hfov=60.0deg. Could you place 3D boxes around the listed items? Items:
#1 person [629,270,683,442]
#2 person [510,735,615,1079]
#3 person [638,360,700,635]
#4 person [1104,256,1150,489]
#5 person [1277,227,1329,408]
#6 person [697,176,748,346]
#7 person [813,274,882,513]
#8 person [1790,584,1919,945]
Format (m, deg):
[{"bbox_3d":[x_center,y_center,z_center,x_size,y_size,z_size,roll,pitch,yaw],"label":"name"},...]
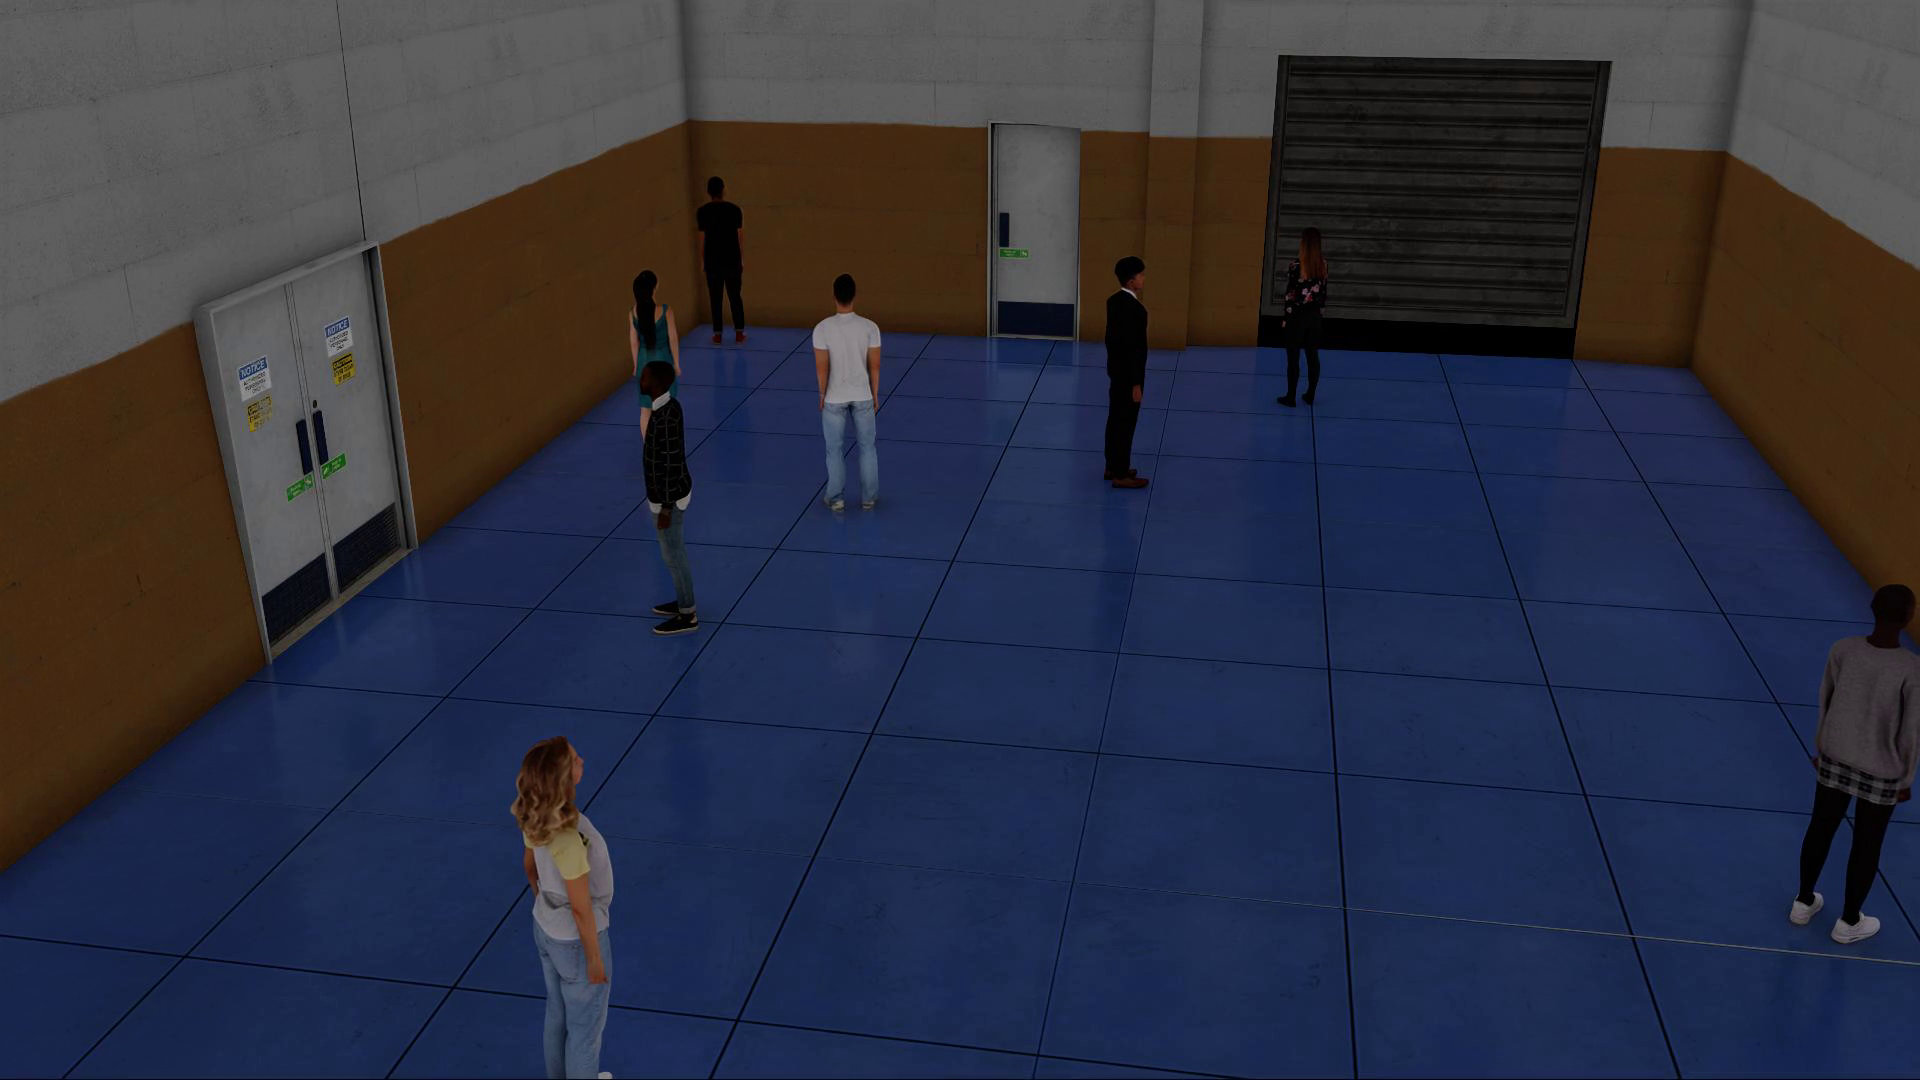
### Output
[{"bbox_3d":[-2.528,-1.414,13.812,0.454,1.685,0.632,1,22,4],"label":"person"},{"bbox_3d":[-1.508,1.530,6.413,0.768,1.723,0.692,-17,28,-36],"label":"person"},{"bbox_3d":[-1.887,-0.290,10.834,0.666,1.820,0.735,-3,22,-8],"label":"person"},{"bbox_3d":[1.321,-1.355,13.397,0.724,1.884,0.770,-6,23,-14],"label":"person"},{"bbox_3d":[3.202,-2.072,15.452,0.599,1.684,0.710,-8,23,-18],"label":"person"},{"bbox_3d":[-2.496,-2.933,17.498,0.594,1.756,0.745,-3,22,-8],"label":"person"},{"bbox_3d":[-0.865,-1.133,12.869,0.649,1.867,0.808,-5,22,-11],"label":"person"},{"bbox_3d":[4.138,1.019,7.642,0.752,1.771,0.684,-16,27,-34],"label":"person"}]
